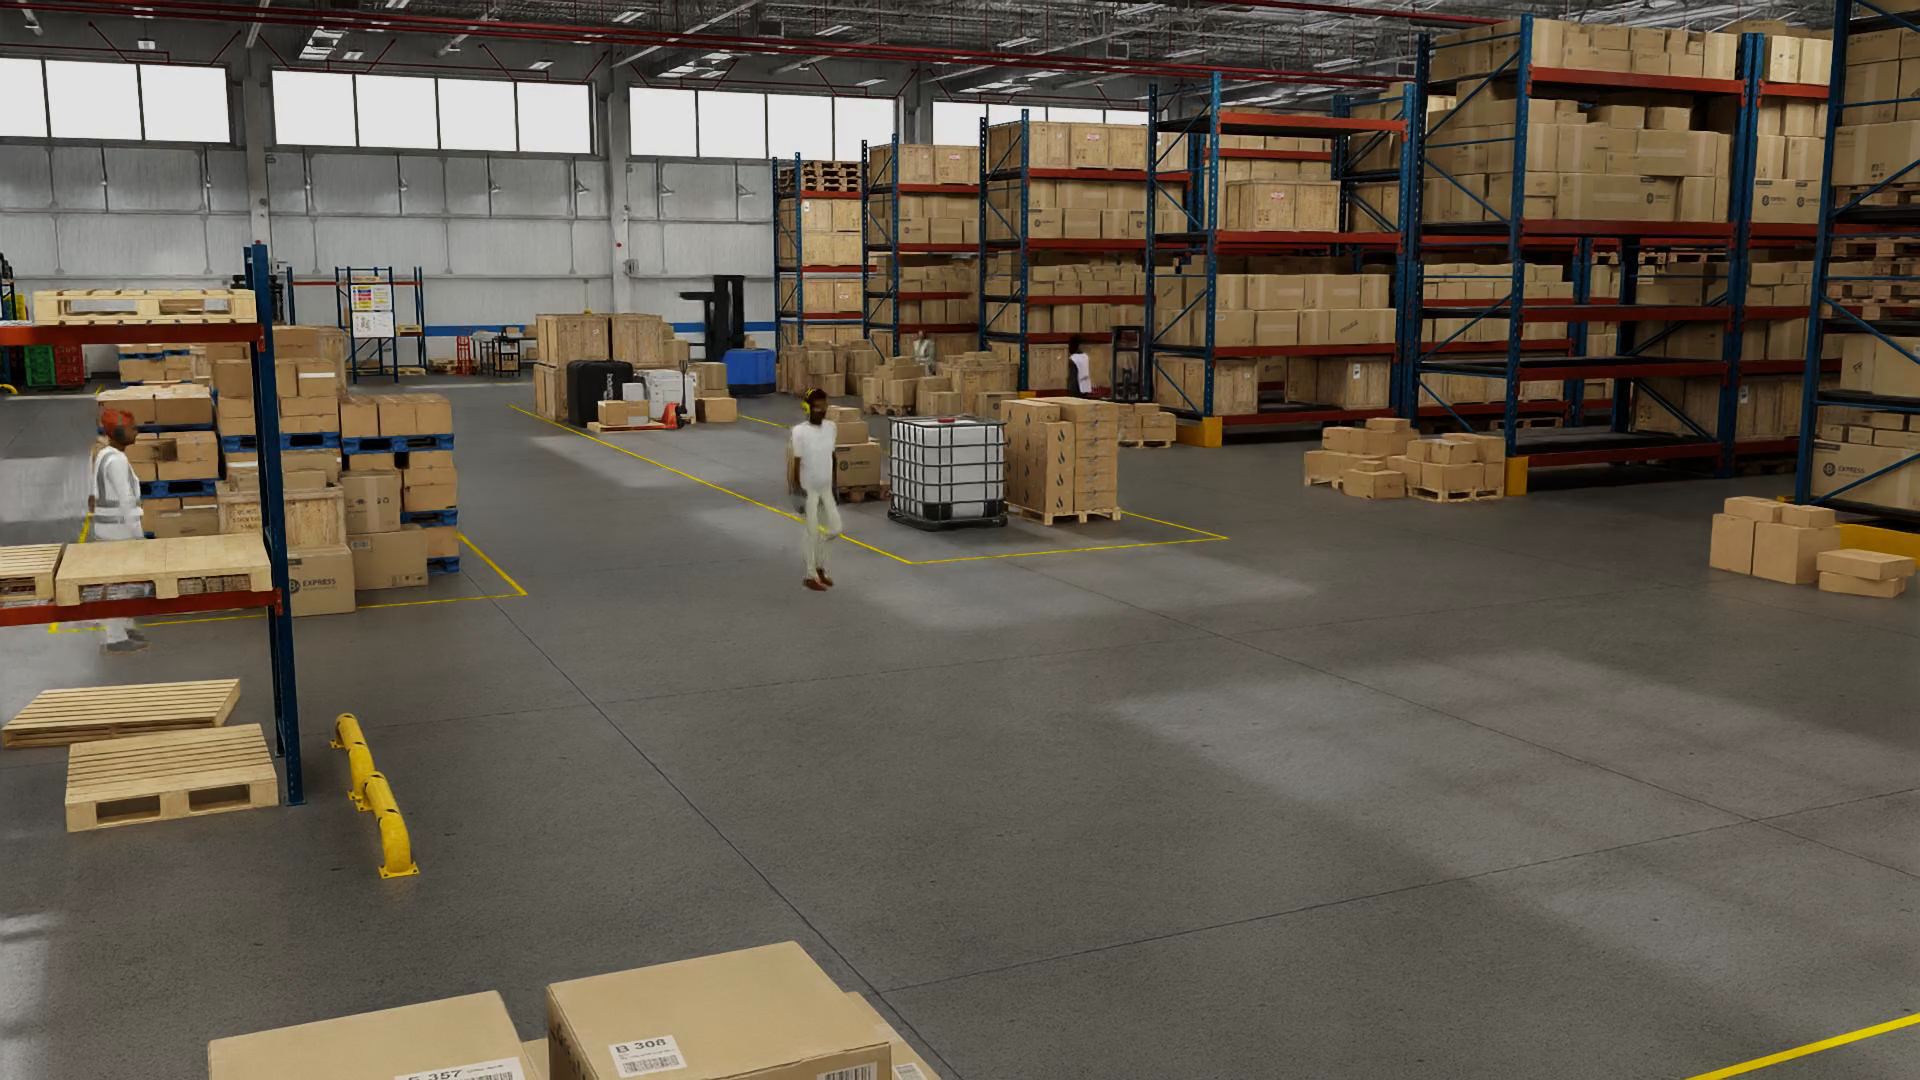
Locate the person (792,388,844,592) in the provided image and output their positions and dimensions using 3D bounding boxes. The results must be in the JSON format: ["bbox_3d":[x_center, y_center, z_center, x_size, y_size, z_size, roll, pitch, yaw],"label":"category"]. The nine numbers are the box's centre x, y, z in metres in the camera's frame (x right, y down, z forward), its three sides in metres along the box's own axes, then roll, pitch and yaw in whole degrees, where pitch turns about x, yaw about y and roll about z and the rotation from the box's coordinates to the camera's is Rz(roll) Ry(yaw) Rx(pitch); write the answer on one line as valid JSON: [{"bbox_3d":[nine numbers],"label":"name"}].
[{"bbox_3d":[-1.283,-0.446,15.022,0.562,1.852,0.416,-8,12,-41],"label":"person"}]

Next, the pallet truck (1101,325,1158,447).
[{"bbox_3d":[2.881,-2.596,27.923,0.823,1.965,1.885,-1,9,-7],"label":"pallet truck"}]

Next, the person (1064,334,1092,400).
[{"bbox_3d":[1.827,-2.346,26.682,0.559,1.893,0.622,4,10,25],"label":"person"}]

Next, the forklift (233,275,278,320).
[{"bbox_3d":[-16.118,-4.697,38.226,1.129,2.768,1.873,-4,10,-25],"label":"forklift"}]

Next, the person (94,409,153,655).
[{"bbox_3d":[-6.307,-0.052,12.566,0.478,1.867,0.582,-5,10,-28],"label":"person"}]

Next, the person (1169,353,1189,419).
[{"bbox_3d":[4.337,-3.295,32.817,0.478,1.824,0.627,-5,10,-26],"label":"person"}]

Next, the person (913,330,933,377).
[{"bbox_3d":[-0.862,-3.877,37.072,0.536,1.607,0.819,4,10,25],"label":"person"}]

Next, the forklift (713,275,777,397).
[{"bbox_3d":[-5.320,-4.766,38.655,1.873,2.768,1.129,4,10,22],"label":"forklift"}]
